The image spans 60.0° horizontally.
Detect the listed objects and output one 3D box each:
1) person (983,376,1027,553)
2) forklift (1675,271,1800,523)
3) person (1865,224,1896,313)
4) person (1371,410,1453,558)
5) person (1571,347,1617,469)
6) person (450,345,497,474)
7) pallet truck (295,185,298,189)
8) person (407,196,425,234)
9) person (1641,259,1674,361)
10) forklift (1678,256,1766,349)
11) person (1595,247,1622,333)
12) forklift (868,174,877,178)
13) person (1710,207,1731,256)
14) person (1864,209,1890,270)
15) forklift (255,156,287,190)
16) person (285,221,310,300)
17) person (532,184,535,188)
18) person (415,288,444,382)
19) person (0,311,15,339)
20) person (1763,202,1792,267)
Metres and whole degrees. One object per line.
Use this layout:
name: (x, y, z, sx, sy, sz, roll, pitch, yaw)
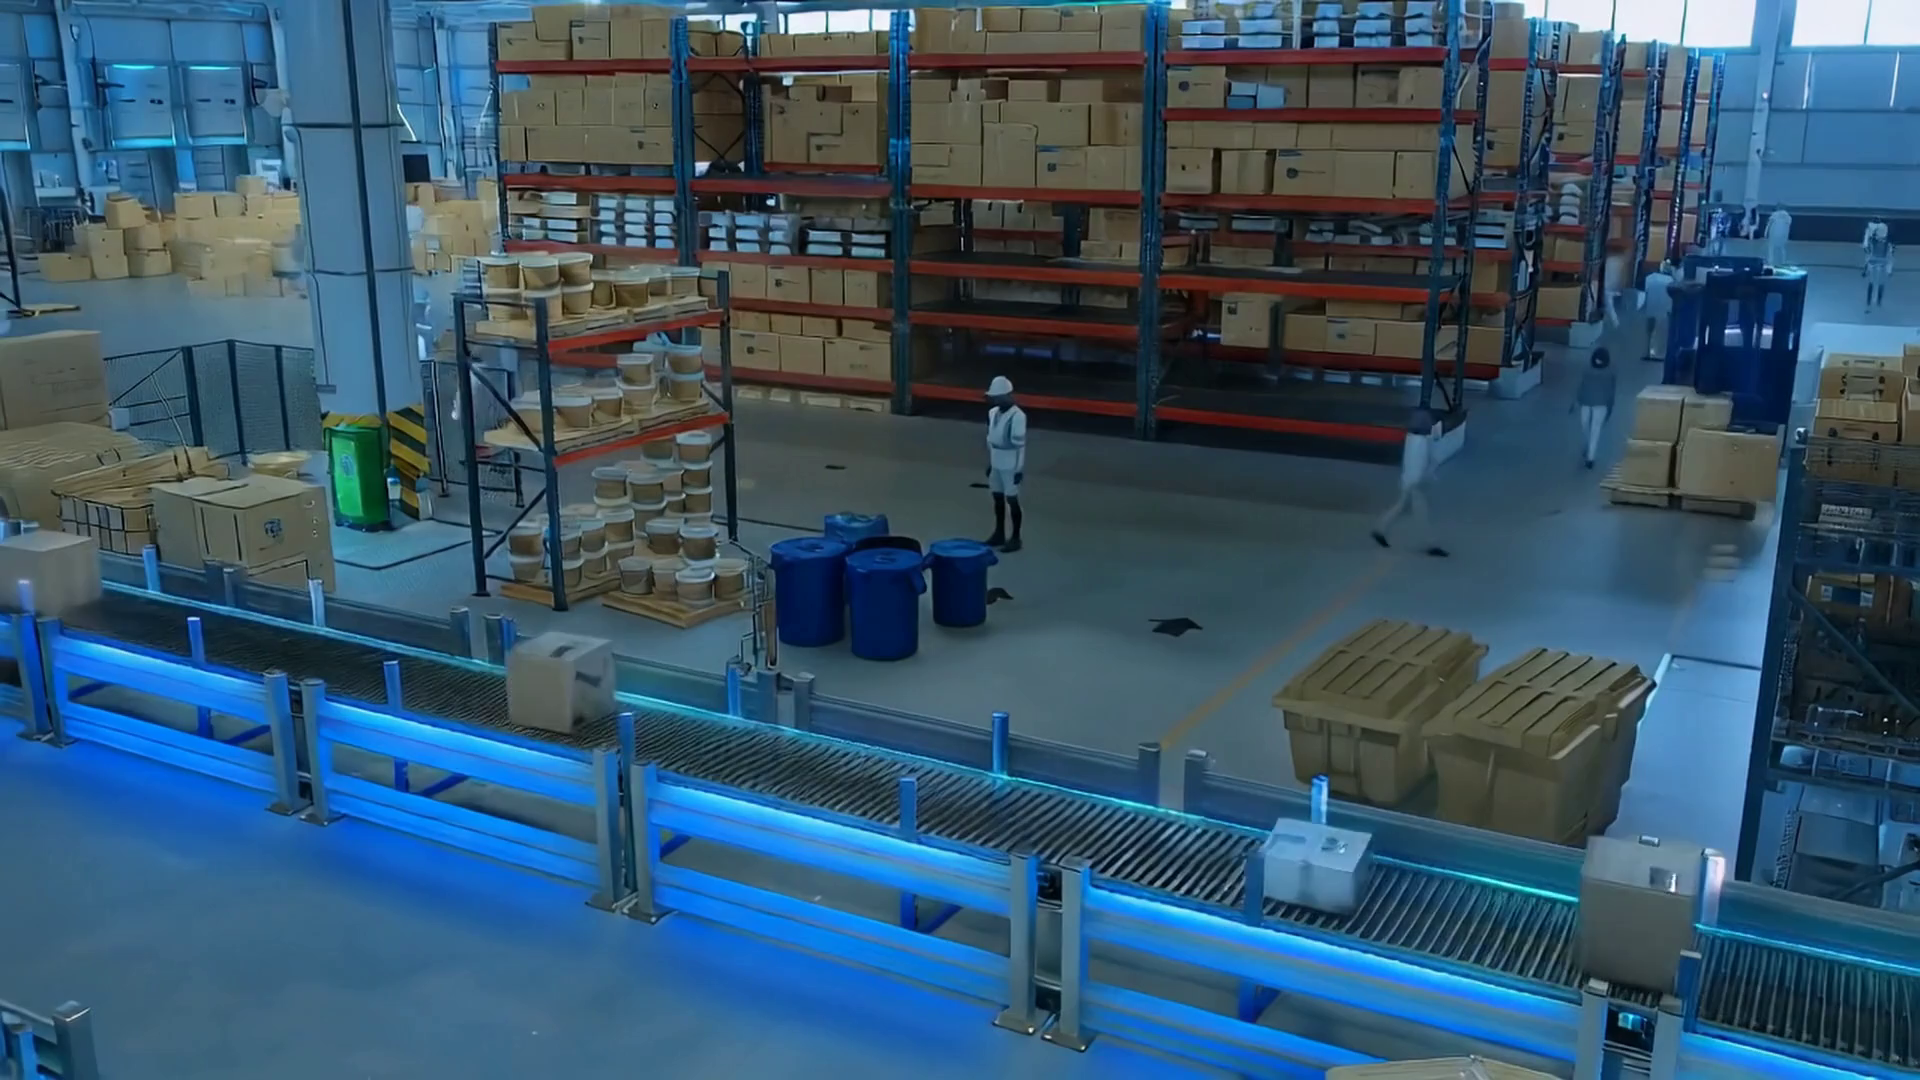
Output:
person: (0.461, -0.819, 17.985, 0.375, 1.935, 0.551, -13, 19, -40)
forklift: (9.269, -1.763, 19.726, 1.129, 2.768, 1.873, 8, 17, 27)
person: (21.184, -6.271, 38.339, 0.619, 2.018, 0.830, 9, 17, 30)
person: (4.909, -0.638, 17.967, 0.871, 1.589, 0.497, 6, 16, 20)
person: (8.518, -1.803, 22.327, 0.504, 1.597, 0.829, 10, 18, 33)
person: (-6.327, -1.739, 21.741, 0.927, 1.791, 0.597, 6, 16, 22)
pallet truck: (-26.804, -14.617, 69.738, 1.885, 1.965, 0.823, -14, 20, -42)
person: (-16.538, -9.460, 50.490, 0.650, 1.928, 0.516, 2, 15, 8)
person: (13.099, -4.298, 31.145, 0.399, 1.899, 0.646, -7, 16, -24)
forklift: (9.835, -2.290, 21.707, 1.129, 2.768, 1.873, 8, 17, 28)
person: (13.608, -5.251, 34.950, 0.653, 1.787, 0.953, -11, 18, -35)
forklift: (-2.952, -11.669, 56.966, 1.873, 2.768, 1.129, -3, 15, -11)
person: (22.574, -9.040, 49.405, 0.546, 1.642, 0.883, 8, 17, 27)
person: (25.492, -8.292, 46.296, 0.575, 1.827, 0.768, 11, 19, 36)
forklift: (-24.235, -12.131, 58.703, 1.129, 2.768, 1.873, 0, 15, 0)
person: (-16.122, -6.790, 40.469, 0.538, 1.922, 0.630, -9, 17, -30)
person: (-16.972, -13.463, 66.010, 0.532, 1.686, 0.333, 3, 15, 12)
person: (-9.240, -3.531, 28.750, 0.512, 1.641, 0.309, 6, 16, 20)
person: (-13.611, -2.306, 23.652, 0.555, 1.905, 0.922, 12, 19, 38)
person: (23.913, -8.964, 48.735, 0.656, 1.860, 0.938, -1, 15, -2)
